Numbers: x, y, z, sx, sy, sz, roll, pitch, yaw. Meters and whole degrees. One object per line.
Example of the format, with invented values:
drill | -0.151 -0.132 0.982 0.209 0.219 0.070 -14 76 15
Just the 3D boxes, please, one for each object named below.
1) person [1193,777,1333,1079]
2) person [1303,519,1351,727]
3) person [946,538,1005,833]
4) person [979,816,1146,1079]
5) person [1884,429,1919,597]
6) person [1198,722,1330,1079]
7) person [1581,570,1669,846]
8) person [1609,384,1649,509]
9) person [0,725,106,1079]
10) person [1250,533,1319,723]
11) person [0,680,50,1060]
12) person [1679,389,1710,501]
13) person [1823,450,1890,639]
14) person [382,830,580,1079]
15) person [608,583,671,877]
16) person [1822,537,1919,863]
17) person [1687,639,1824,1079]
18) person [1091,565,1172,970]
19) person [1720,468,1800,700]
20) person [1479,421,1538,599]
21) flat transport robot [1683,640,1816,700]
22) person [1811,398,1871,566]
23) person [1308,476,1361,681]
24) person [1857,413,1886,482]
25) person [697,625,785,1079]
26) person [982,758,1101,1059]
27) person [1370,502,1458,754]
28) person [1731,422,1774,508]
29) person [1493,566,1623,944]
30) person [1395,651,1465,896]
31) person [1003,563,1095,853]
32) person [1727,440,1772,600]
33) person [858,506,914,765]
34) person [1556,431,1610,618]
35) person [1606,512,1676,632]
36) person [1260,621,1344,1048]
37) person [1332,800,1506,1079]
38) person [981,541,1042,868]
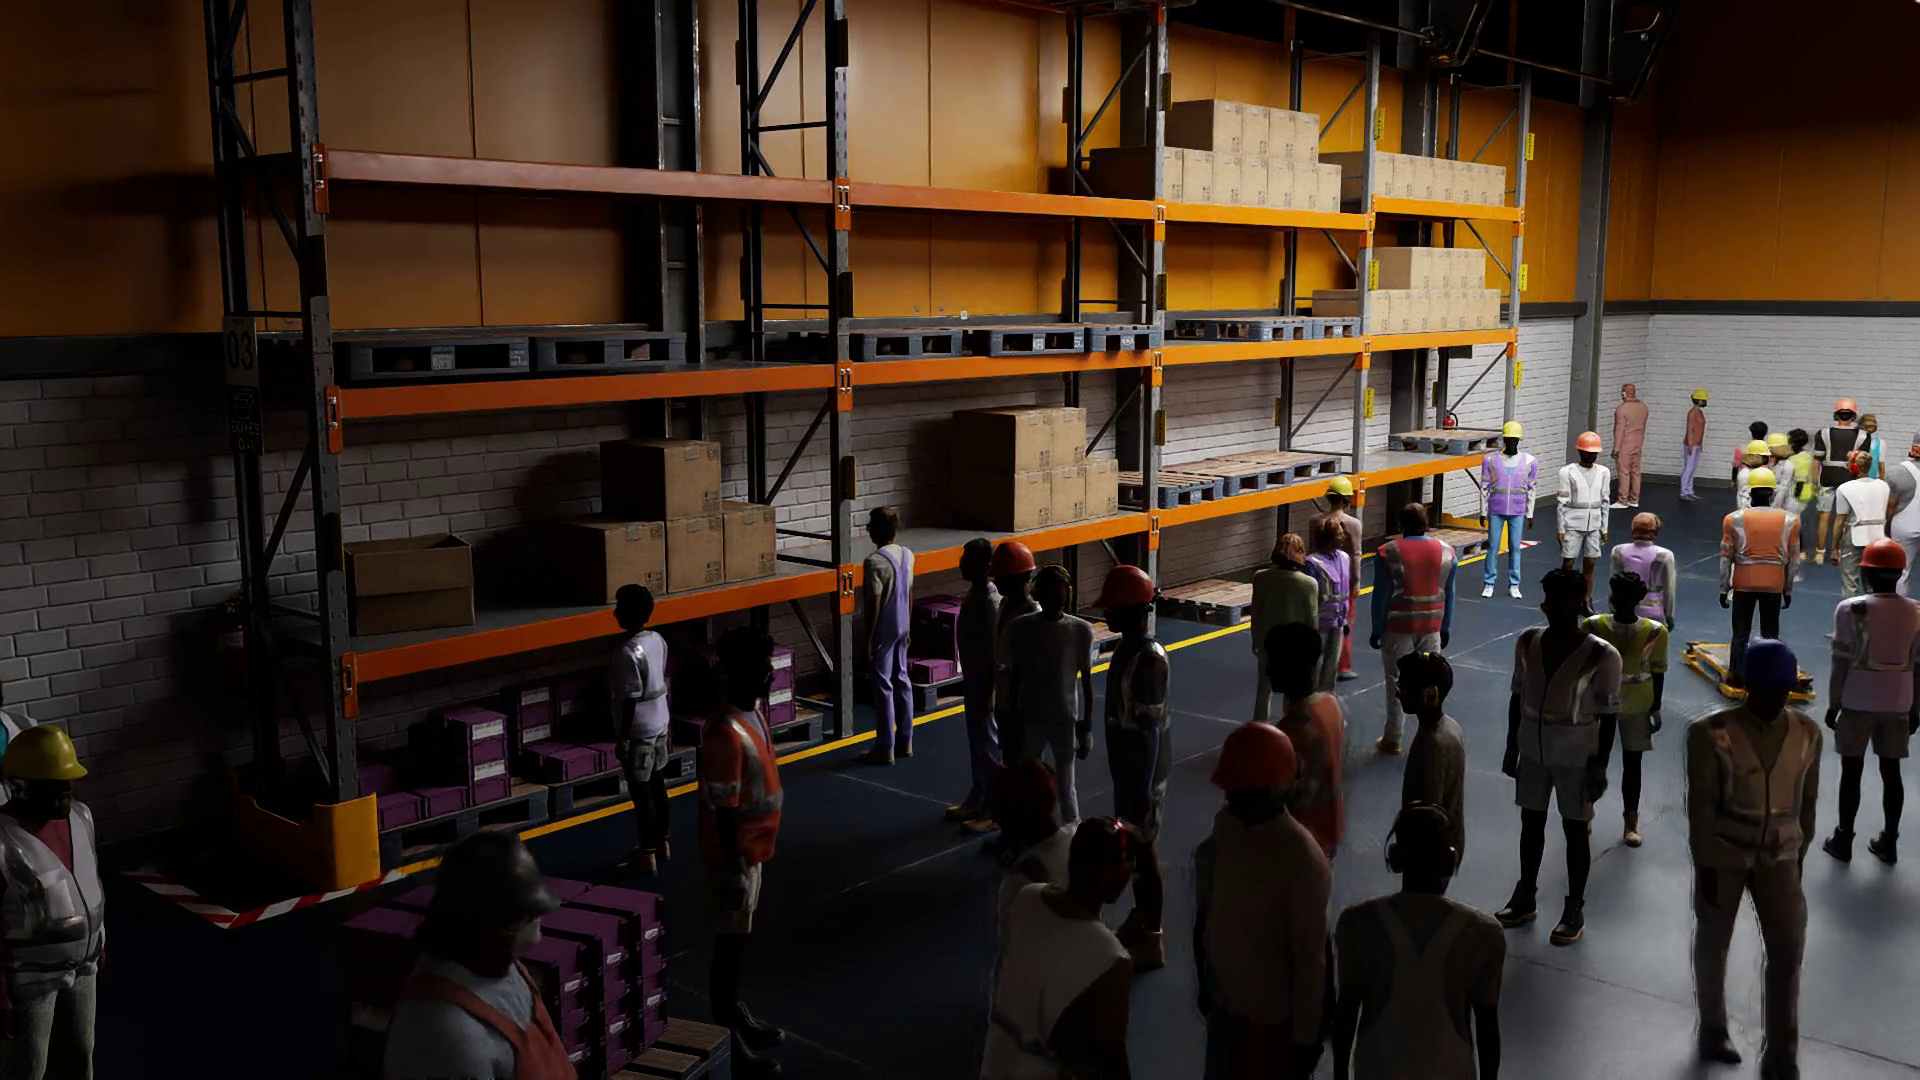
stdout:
person | 1.078 1.618 5.931 0.522 1.798 0.872 5 10 27
person | 2.796 0.648 12.708 0.528 1.636 0.311 -8 12 -42
person | 0.119 0.899 10.407 0.341 1.846 0.511 -3 9 -16
person | 0.322 1.730 5.150 0.489 1.808 0.617 -4 10 -26
person | 9.310 -0.091 16.166 0.674 2.000 0.535 4 10 22
person | 1.102 1.561 5.729 0.667 1.969 0.639 -3 9 -21
person | 4.012 1.016 10.134 0.529 1.695 0.321 4 9 22
person | 10.073 -1.411 25.136 0.638 1.901 0.402 -5 10 -30
person | -3.363 1.575 6.137 0.403 1.824 0.590 2 9 12
person | 2.340 0.760 12.030 0.506 1.624 0.288 5 10 30
person | -4.148 1.420 7.111 0.429 1.830 0.635 5 10 28
person | 11.546 -1.490 26.098 0.340 1.760 0.526 7 11 40
person | 8.577 0.063 15.864 0.580 1.832 0.404 -2 9 -14
person | -1.178 1.730 4.420 0.787 2.000 0.705 -1 9 -6
person | -1.859 1.093 9.635 0.316 1.695 0.541 2 9 11
person | 5.423 0.947 9.873 0.541 1.925 0.425 1 9 6
person | 3.404 1.374 7.094 0.594 1.916 0.762 1 9 5
person | 0.849 1.131 8.326 0.401 2.035 0.600 -1 9 -9
person | 6.527 0.365 13.637 0.582 1.919 0.393 2 9 14
person | 5.933 -0.326 18.032 0.587 1.930 0.357 2 9 13
flat transport robot | 6.709 1.098 14.184 0.652 0.197 1.431 1 9 8
person | 10.608 -0.690 20.070 0.611 2.032 0.411 4 10 25
person | 3.237 0.329 14.365 0.527 1.758 0.344 8 12 42
person | 11.190 -0.676 20.674 0.516 1.826 0.790 1 9 9
person | -0.952 1.330 7.238 0.369 1.965 0.609 0 9 1
person | 0.303 1.642 5.658 0.342 1.872 0.609 7 11 38
person | 3.271 0.642 12.092 0.625 1.840 0.430 -1 9 -6
person | 10.161 -0.695 21.324 0.534 1.632 0.924 2 9 13
person | 3.116 1.105 8.684 0.367 1.967 0.602 -8 12 -41
person | 2.009 1.391 7.204 0.333 1.860 0.510 3 9 20
person | 0.500 1.046 9.426 0.517 1.859 0.340 3 9 18
person | 8.507 -0.209 17.879 0.323 1.742 0.492 8 12 42
person | -0.525 0.676 11.846 0.329 1.844 0.516 6 11 34
person | 6.317 -0.140 16.851 0.546 1.928 0.387 -1 9 -6
person | 5.361 0.589 13.108 0.519 1.634 0.330 9 12 44
person | 1.525 1.320 7.437 0.372 1.946 0.703 5 10 28
person | 1.410 1.714 5.181 0.503 1.839 0.342 2 9 15
person | 0.321 0.957 9.786 0.380 1.930 0.547 -3 9 -19
